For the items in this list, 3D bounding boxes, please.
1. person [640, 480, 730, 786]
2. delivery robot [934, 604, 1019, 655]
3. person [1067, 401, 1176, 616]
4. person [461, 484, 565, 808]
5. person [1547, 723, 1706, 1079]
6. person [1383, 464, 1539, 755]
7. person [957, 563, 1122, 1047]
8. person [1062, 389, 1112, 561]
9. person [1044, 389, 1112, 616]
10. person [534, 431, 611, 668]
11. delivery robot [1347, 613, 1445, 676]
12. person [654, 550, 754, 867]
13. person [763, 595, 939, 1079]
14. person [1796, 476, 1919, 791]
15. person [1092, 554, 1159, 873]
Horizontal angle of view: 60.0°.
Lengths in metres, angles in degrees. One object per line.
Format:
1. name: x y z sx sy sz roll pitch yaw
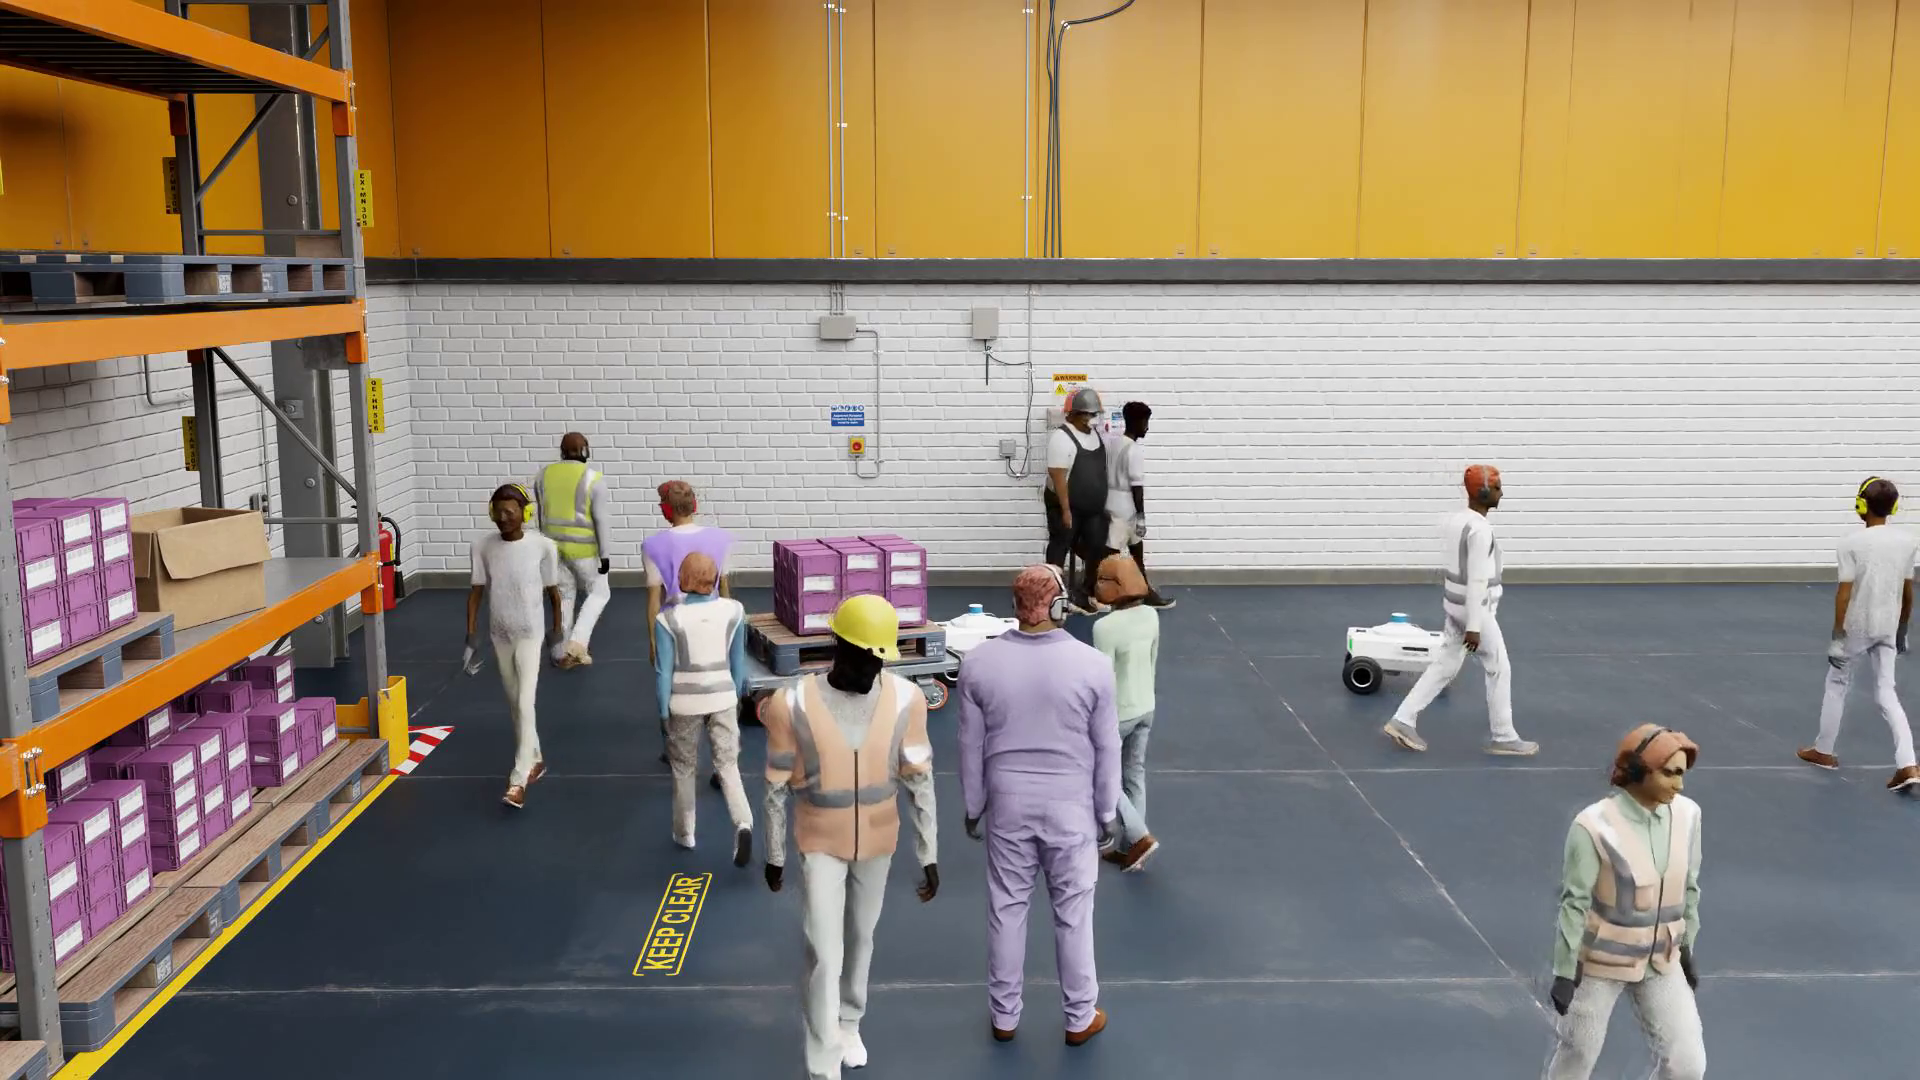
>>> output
1. person: -1.588 0.543 9.848 0.577 1.800 0.921 -5 11 -29
2. delivery robot: 0.117 0.717 12.285 0.707 0.478 0.477 -3 10 -16
3. person: 1.404 -0.272 14.547 1.029 1.903 0.637 -3 10 -16
4. person: -2.554 0.591 9.459 0.505 1.819 0.972 1 9 4
5. person: 2.139 1.375 5.311 0.553 1.613 0.556 -3 10 -19
6. person: 3.131 0.438 10.347 0.942 1.847 0.584 0 9 -1
7. person: 0.319 1.034 6.515 0.636 1.903 0.404 2 9 13
8. person: 1.161 -0.371 14.864 0.730 1.998 0.629 -8 12 -39
9. person: 1.033 -0.337 14.491 0.702 2.000 0.658 -9 13 -43
10. person: -2.925 0.092 12.552 0.671 1.811 0.516 3 10 19
11. delivery robot: 3.149 0.770 11.961 0.707 0.478 0.477 3 10 15
12. person: -1.291 0.857 8.474 0.512 1.609 0.732 -5 10 -26
13. person: -0.384 1.126 6.040 0.598 1.869 0.919 -3 10 -18
14. person: 5.374 0.534 9.800 0.538 1.835 0.927 -1 9 -3
15. person: 0.833 0.880 8.318 0.388 1.626 0.510 9 13 44
